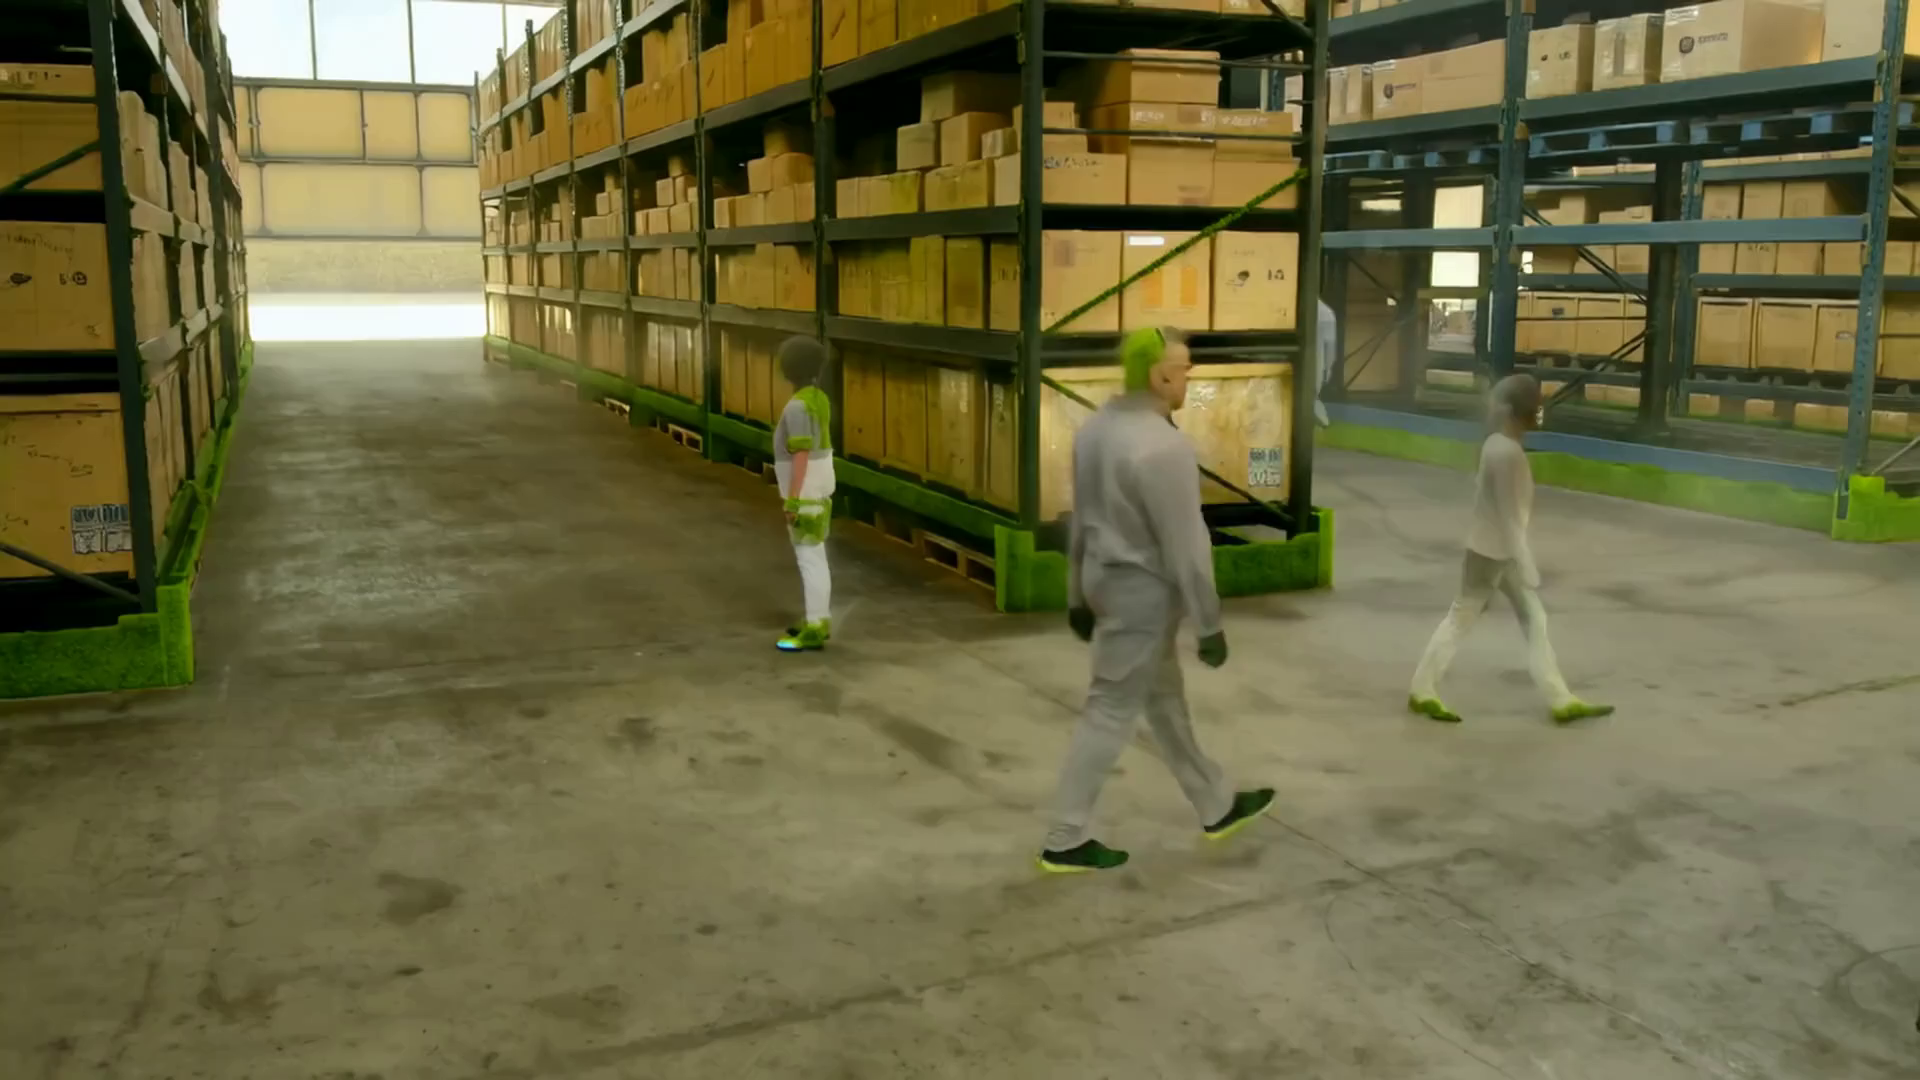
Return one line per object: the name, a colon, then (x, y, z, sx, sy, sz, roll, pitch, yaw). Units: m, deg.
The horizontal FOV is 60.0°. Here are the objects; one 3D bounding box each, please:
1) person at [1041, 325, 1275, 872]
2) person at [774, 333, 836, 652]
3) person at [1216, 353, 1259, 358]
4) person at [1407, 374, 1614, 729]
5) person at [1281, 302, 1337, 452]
person: (0.713, 0.206, 5.675, 0.987, 1.853, 0.665, -3, 10, -17)
person: (-0.831, -0.251, 8.909, 0.318, 1.697, 0.535, 1, 10, 6)
person: (2.852, -1.754, 17.340, 0.559, 1.892, 0.990, -4, 10, -21)
person: (2.430, 0.065, 7.354, 0.889, 1.583, 0.503, 5, 11, 29)
person: (3.726, -1.840, 17.760, 0.632, 1.926, 0.561, -4, 10, -22)
